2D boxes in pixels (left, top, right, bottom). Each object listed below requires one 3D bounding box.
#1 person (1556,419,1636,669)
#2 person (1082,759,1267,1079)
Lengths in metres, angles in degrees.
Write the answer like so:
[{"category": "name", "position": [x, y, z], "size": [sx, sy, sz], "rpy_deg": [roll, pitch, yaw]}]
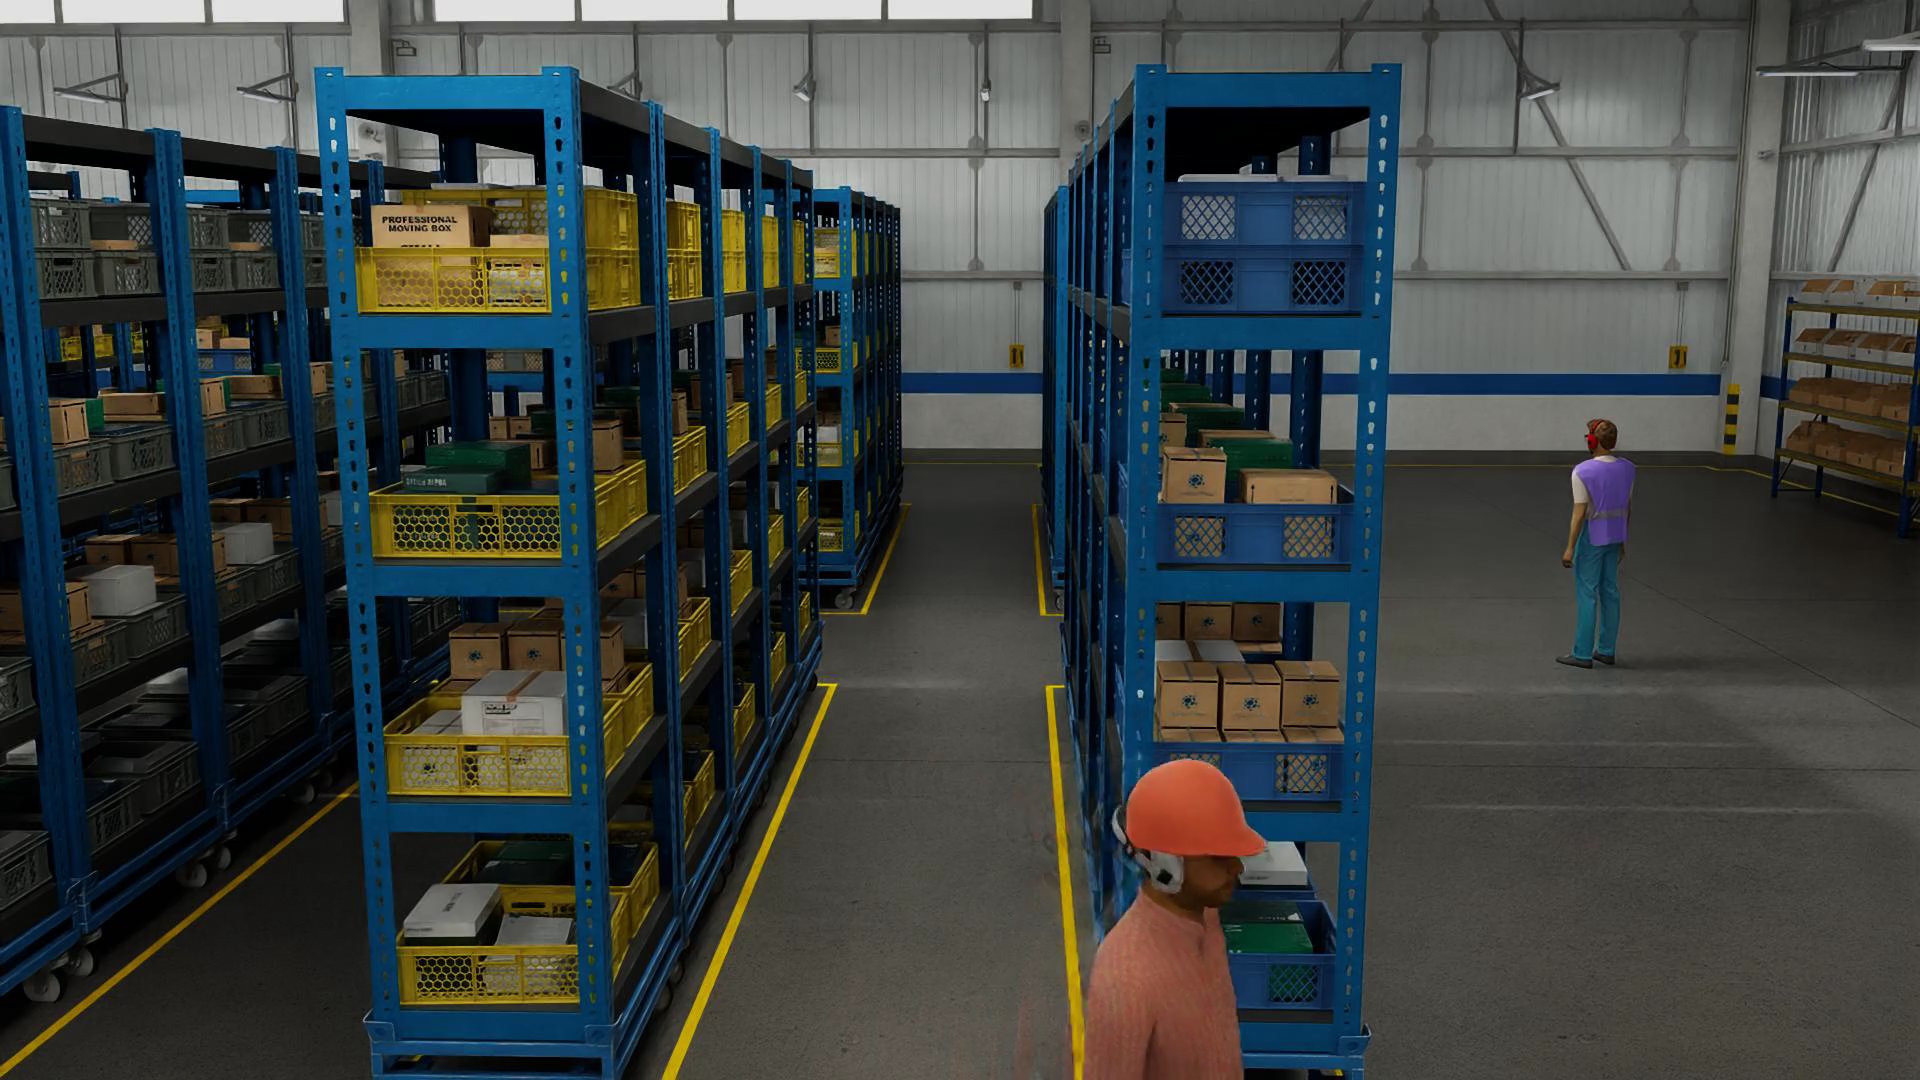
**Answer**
[{"category": "person", "position": [4.707, 0.031, 12.264], "size": [0.570, 1.845, 0.384], "rpy_deg": [-5, 11, -26]}, {"category": "person", "position": [0.375, 1.424, 3.778], "size": [0.903, 1.968, 0.627], "rpy_deg": [4, 10, 21]}]
